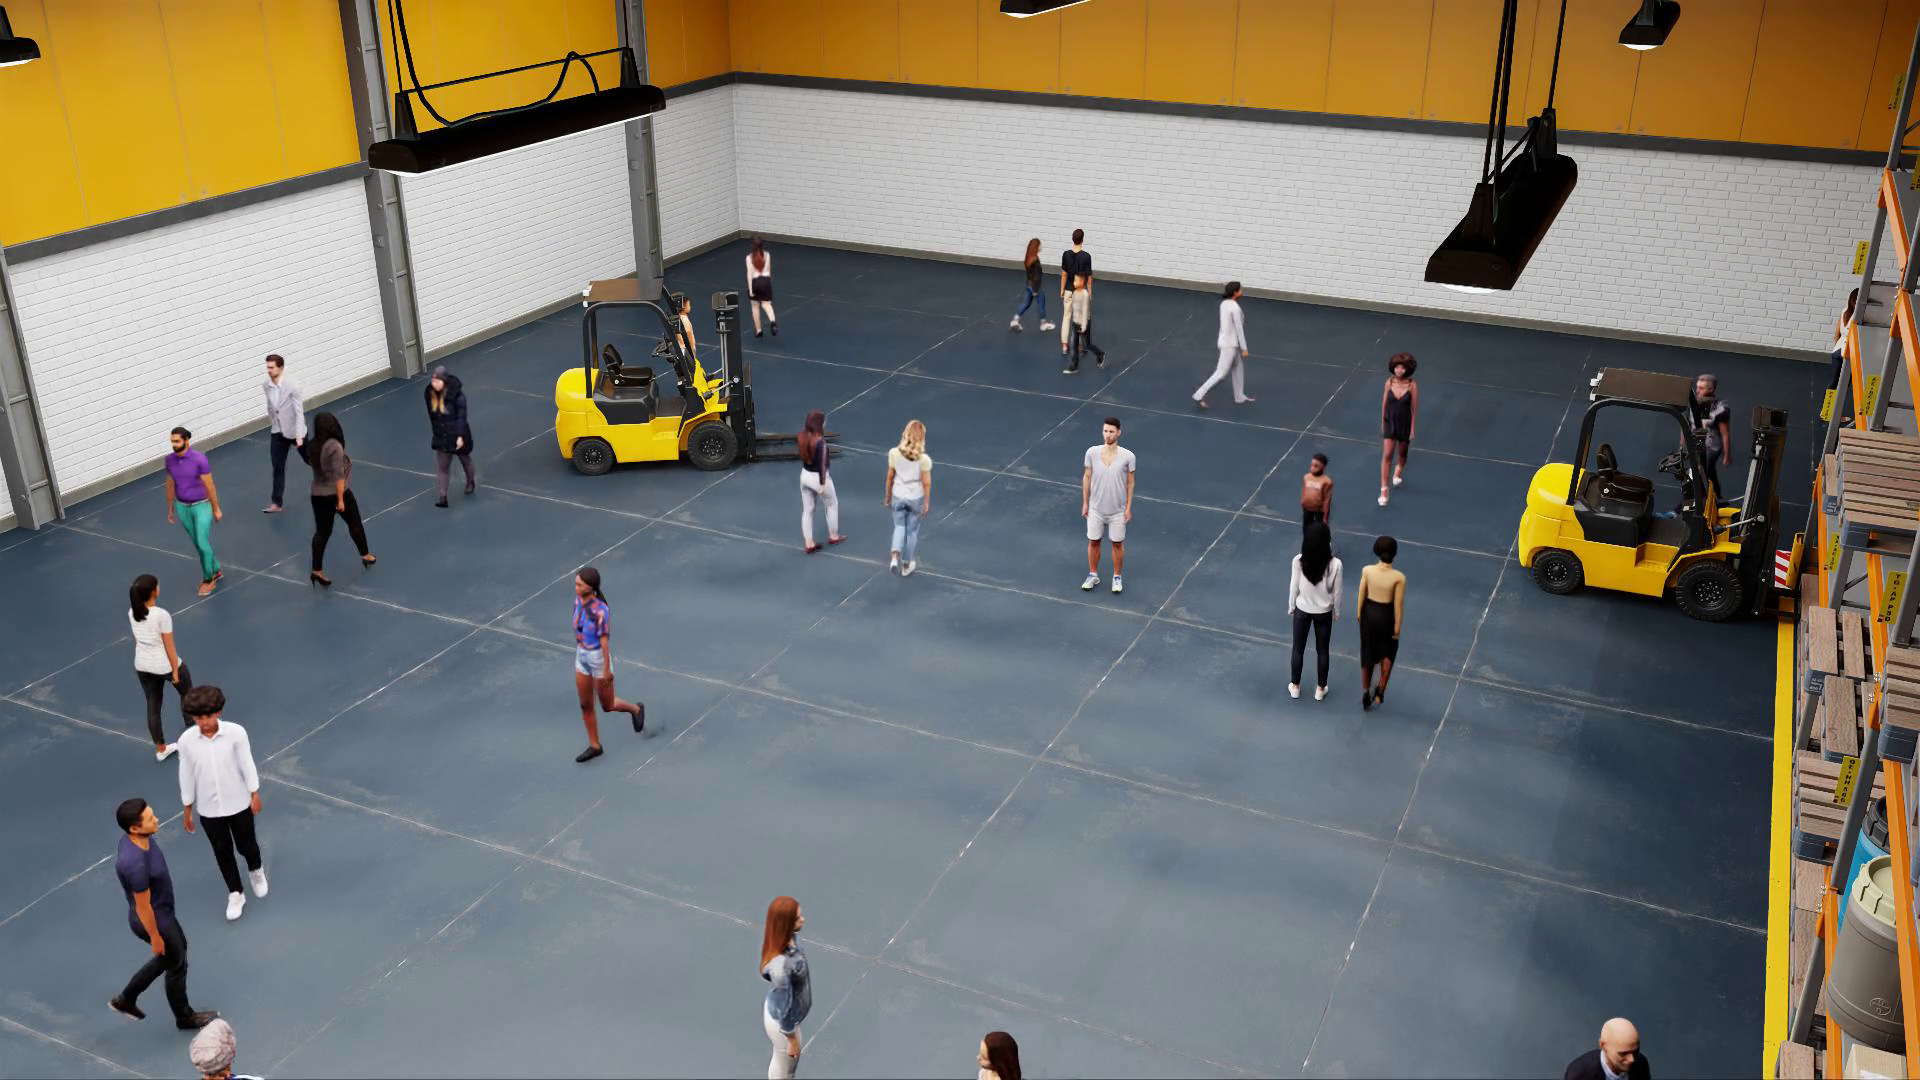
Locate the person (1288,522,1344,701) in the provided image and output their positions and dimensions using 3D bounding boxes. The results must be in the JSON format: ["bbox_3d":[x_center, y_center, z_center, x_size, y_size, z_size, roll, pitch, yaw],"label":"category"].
[{"bbox_3d":[3.157,0.632,14.862,0.651,1.701,0.597,6,24,13],"label":"person"}]

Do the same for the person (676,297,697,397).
[{"bbox_3d":[-3.711,-2.577,22.502,0.623,1.461,0.601,-16,28,-32],"label":"person"}]

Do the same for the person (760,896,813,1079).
[{"bbox_3d":[-1.047,2.829,9.839,0.750,1.700,0.622,-2,24,-4],"label":"person"}]

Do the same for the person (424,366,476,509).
[{"bbox_3d":[-5.813,-1.213,19.190,0.880,1.616,1.174,3,24,7],"label":"person"}]

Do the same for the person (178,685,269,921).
[{"bbox_3d":[-5.310,1.833,11.991,0.825,1.801,0.879,-5,24,-12],"label":"person"}]

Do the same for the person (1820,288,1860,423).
[{"bbox_3d":[11.595,-2.432,21.767,0.736,1.785,0.677,-9,25,-19],"label":"person"}]

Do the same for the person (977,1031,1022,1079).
[{"bbox_3d":[0.263,3.284,9.108,0.993,1.451,0.999,-5,24,-11],"label":"person"}]

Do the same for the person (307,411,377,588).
[{"bbox_3d":[-6.498,-0.366,17.027,0.650,1.796,1.008,13,27,27],"label":"person"}]

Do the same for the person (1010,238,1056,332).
[{"bbox_3d":[1.063,-3.898,25.533,1.012,1.456,0.929,-10,25,-21],"label":"person"}]

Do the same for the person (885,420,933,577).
[{"bbox_3d":[-0.548,-0.372,17.155,0.733,1.706,0.853,4,24,10],"label":"person"}]

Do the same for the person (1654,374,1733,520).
[{"bbox_3d":[8.358,-0.960,18.451,1.281,1.745,1.243,-9,25,-20],"label":"person"}]

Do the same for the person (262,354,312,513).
[{"bbox_3d":[-7.610,-1.254,19.055,0.837,1.798,1.274,6,24,14],"label":"person"}]

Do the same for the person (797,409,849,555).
[{"bbox_3d":[-1.594,-0.606,17.839,0.716,1.586,0.863,19,30,37],"label":"person"}]

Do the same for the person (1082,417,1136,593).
[{"bbox_3d":[1.513,-0.376,16.975,0.721,1.856,0.641,5,24,12],"label":"person"}]

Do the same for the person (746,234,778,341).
[{"bbox_3d":[-2.962,-3.760,24.997,0.900,1.631,0.908,-13,27,-27],"label":"person"}]

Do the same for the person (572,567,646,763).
[{"bbox_3d":[-2.990,1.024,13.940,0.734,1.722,0.994,18,30,36],"label":"person"}]

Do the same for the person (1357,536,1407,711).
[{"bbox_3d":[3.653,0.770,14.618,0.569,1.645,0.589,11,26,23],"label":"person"}]

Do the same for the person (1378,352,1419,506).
[{"bbox_3d":[5.097,-1.321,19.270,0.642,1.749,1.103,7,25,16],"label":"person"}]

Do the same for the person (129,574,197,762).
[{"bbox_3d":[-6.746,1.112,13.890,0.678,1.600,0.789,4,24,9],"label":"person"}]

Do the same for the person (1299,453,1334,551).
[{"bbox_3d":[3.803,-0.332,17.641,0.635,1.243,0.811,19,30,37],"label":"person"}]

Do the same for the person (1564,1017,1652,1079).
[{"bbox_3d":[3.362,3.225,8.817,0.829,1.792,0.888,-8,25,-17],"label":"person"}]

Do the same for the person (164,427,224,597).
[{"bbox_3d":[-7.792,-0.355,17.060,0.750,1.750,0.897,5,24,11],"label":"person"}]

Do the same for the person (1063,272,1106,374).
[{"bbox_3d":[1.790,-3.086,23.691,0.996,1.443,0.845,-15,28,-31],"label":"person"}]

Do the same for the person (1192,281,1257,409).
[{"bbox_3d":[3.522,-2.574,22.199,1.112,1.700,1.177,-4,24,-9],"label":"person"}]

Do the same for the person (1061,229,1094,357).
[{"bbox_3d":[1.712,-3.647,24.465,0.630,1.851,0.540,11,26,24],"label":"person"}]

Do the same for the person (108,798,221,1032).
[{"bbox_3d":[-5.238,2.433,10.647,1.003,1.777,0.935,-9,25,-20],"label":"person"}]

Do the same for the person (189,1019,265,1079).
[{"bbox_3d":[-3.735,3.350,8.574,0.811,1.759,0.866,-6,24,-14],"label":"person"}]
